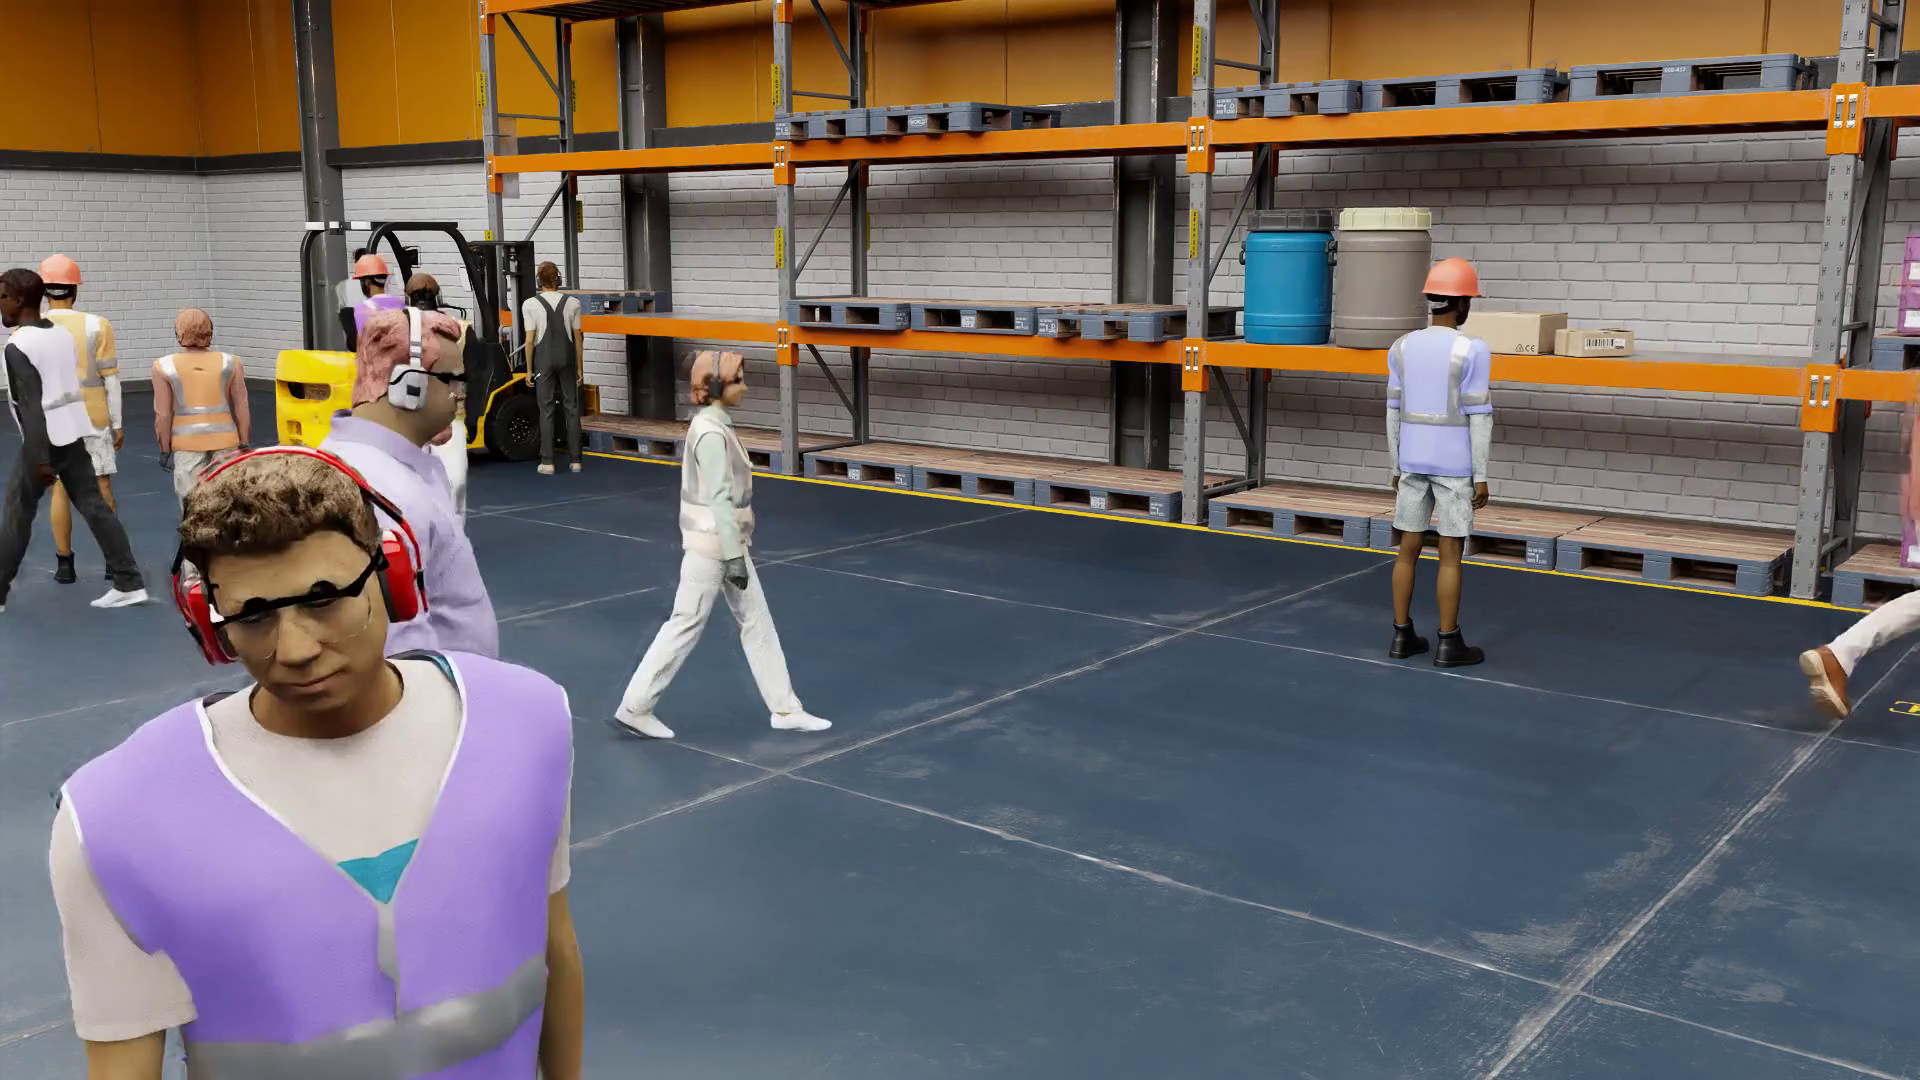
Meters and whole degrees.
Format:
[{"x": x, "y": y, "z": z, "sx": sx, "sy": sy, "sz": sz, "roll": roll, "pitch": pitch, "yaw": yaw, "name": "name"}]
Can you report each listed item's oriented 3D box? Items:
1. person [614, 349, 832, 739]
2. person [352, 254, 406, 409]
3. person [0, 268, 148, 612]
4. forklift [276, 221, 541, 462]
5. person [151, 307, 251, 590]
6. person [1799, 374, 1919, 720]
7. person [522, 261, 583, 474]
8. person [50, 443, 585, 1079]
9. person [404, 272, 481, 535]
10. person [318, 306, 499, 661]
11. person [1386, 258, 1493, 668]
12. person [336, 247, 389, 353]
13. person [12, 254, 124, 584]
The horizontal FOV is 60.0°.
[{"x": -1.000, "y": 0.031, "z": 6.711, "sx": 0.875, "sy": 1.598, "sz": 0.527, "roll": 0, "pitch": 10, "yaw": -2, "name": "person"}, {"x": -4.580, "y": -1.270, "z": 13.047, "sx": 0.829, "sy": 1.904, "sz": 0.555, "roll": 5, "pitch": 12, "yaw": 27, "name": "person"}, {"x": -4.988, "y": -0.527, "z": 9.036, "sx": 1.019, "sy": 1.867, "sz": 0.587, "roll": 0, "pitch": 10, "yaw": 0, "name": "person"}, {"x": -4.922, "y": -1.741, "z": 14.854, "sx": 1.214, "sy": 2.155, "sz": 2.313, "roll": 8, "pitch": 13, "yaw": 38, "name": "forklift"}, {"x": -4.362, "y": -0.519, "z": 9.614, "sx": 0.512, "sy": 1.642, "sz": 0.311, "roll": -6, "pitch": 12, "yaw": -31, "name": "person"}, {"x": 3.895, "y": -0.144, "z": 6.623, "sx": 0.772, "sy": 1.972, "sz": 0.621, "roll": 2, "pitch": 10, "yaw": 10, "name": "person"}, {"x": -3.523, "y": -1.489, "z": 14.430, "sx": 0.506, "sy": 1.843, "sz": 0.350, "roll": -5, "pitch": 11, "yaw": -25, "name": "person"}, {"x": -0.619, "y": 0.796, "z": 1.855, "sx": 0.597, "sy": 1.803, "sz": 0.843, "roll": -7, "pitch": 13, "yaw": -36, "name": "person"}, {"x": -3.323, "y": -0.750, "z": 10.401, "sx": 0.632, "sy": 1.830, "sz": 0.437, "roll": -2, "pitch": 10, "yaw": -13, "name": "person"}, {"x": -1.271, "y": 0.437, "z": 3.633, "sx": 0.535, "sy": 1.883, "sz": 0.667, "roll": -5, "pitch": 11, "yaw": -25, "name": "person"}, {"x": 2.289, "y": -0.362, "z": 7.922, "sx": 0.361, "sy": 1.938, "sz": 0.545, "roll": -9, "pitch": 14, "yaw": -41, "name": "person"}, {"x": -6.503, "y": -2.246, "z": 18.363, "sx": 0.616, "sy": 1.937, "sz": 0.858, "roll": 1, "pitch": 10, "yaw": 3, "name": "person"}, {"x": -5.250, "y": -0.709, "z": 9.842, "sx": 0.543, "sy": 1.939, "sz": 0.360, "roll": -5, "pitch": 11, "yaw": -24, "name": "person"}]
